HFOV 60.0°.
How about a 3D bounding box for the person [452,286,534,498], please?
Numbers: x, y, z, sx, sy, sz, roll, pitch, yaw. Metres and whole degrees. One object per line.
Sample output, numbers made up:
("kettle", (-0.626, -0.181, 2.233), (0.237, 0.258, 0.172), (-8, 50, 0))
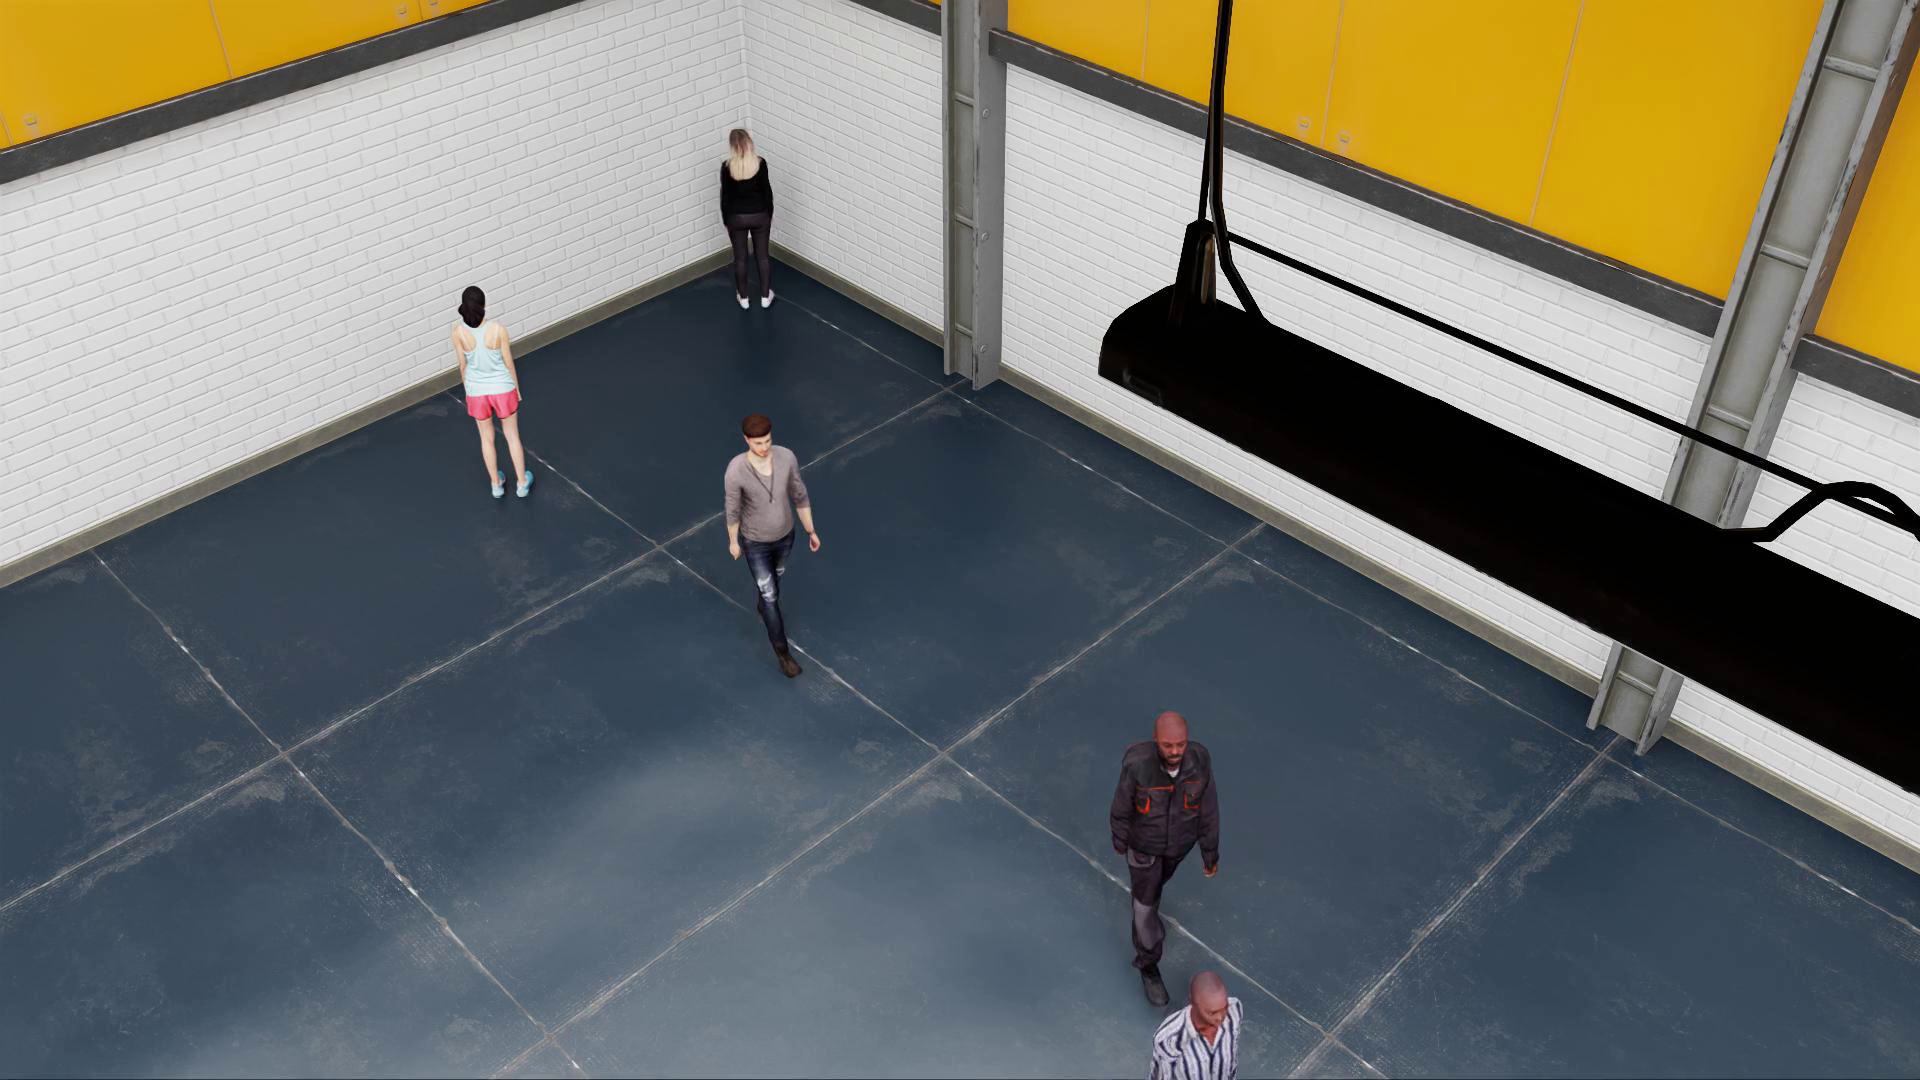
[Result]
("person", (-3.489, -1.097, 12.376), (0.665, 1.764, 0.710), (-6, 39, -7))

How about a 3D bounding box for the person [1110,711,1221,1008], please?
("person", (1.067, 1.529, 9.057), (1.012, 1.801, 1.182), (-10, 40, -13))

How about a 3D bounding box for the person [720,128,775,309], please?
("person", (-1.865, -2.811, 14.586), (0.699, 1.684, 0.719), (-3, 39, -3))

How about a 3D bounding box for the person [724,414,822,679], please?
("person", (-1.306, -0.088, 11.028), (0.841, 1.868, 1.191), (-22, 44, -26))

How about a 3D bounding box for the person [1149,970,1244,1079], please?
("person", (1.030, 2.551, 7.794), (0.775, 1.781, 0.975), (-21, 43, -24))
